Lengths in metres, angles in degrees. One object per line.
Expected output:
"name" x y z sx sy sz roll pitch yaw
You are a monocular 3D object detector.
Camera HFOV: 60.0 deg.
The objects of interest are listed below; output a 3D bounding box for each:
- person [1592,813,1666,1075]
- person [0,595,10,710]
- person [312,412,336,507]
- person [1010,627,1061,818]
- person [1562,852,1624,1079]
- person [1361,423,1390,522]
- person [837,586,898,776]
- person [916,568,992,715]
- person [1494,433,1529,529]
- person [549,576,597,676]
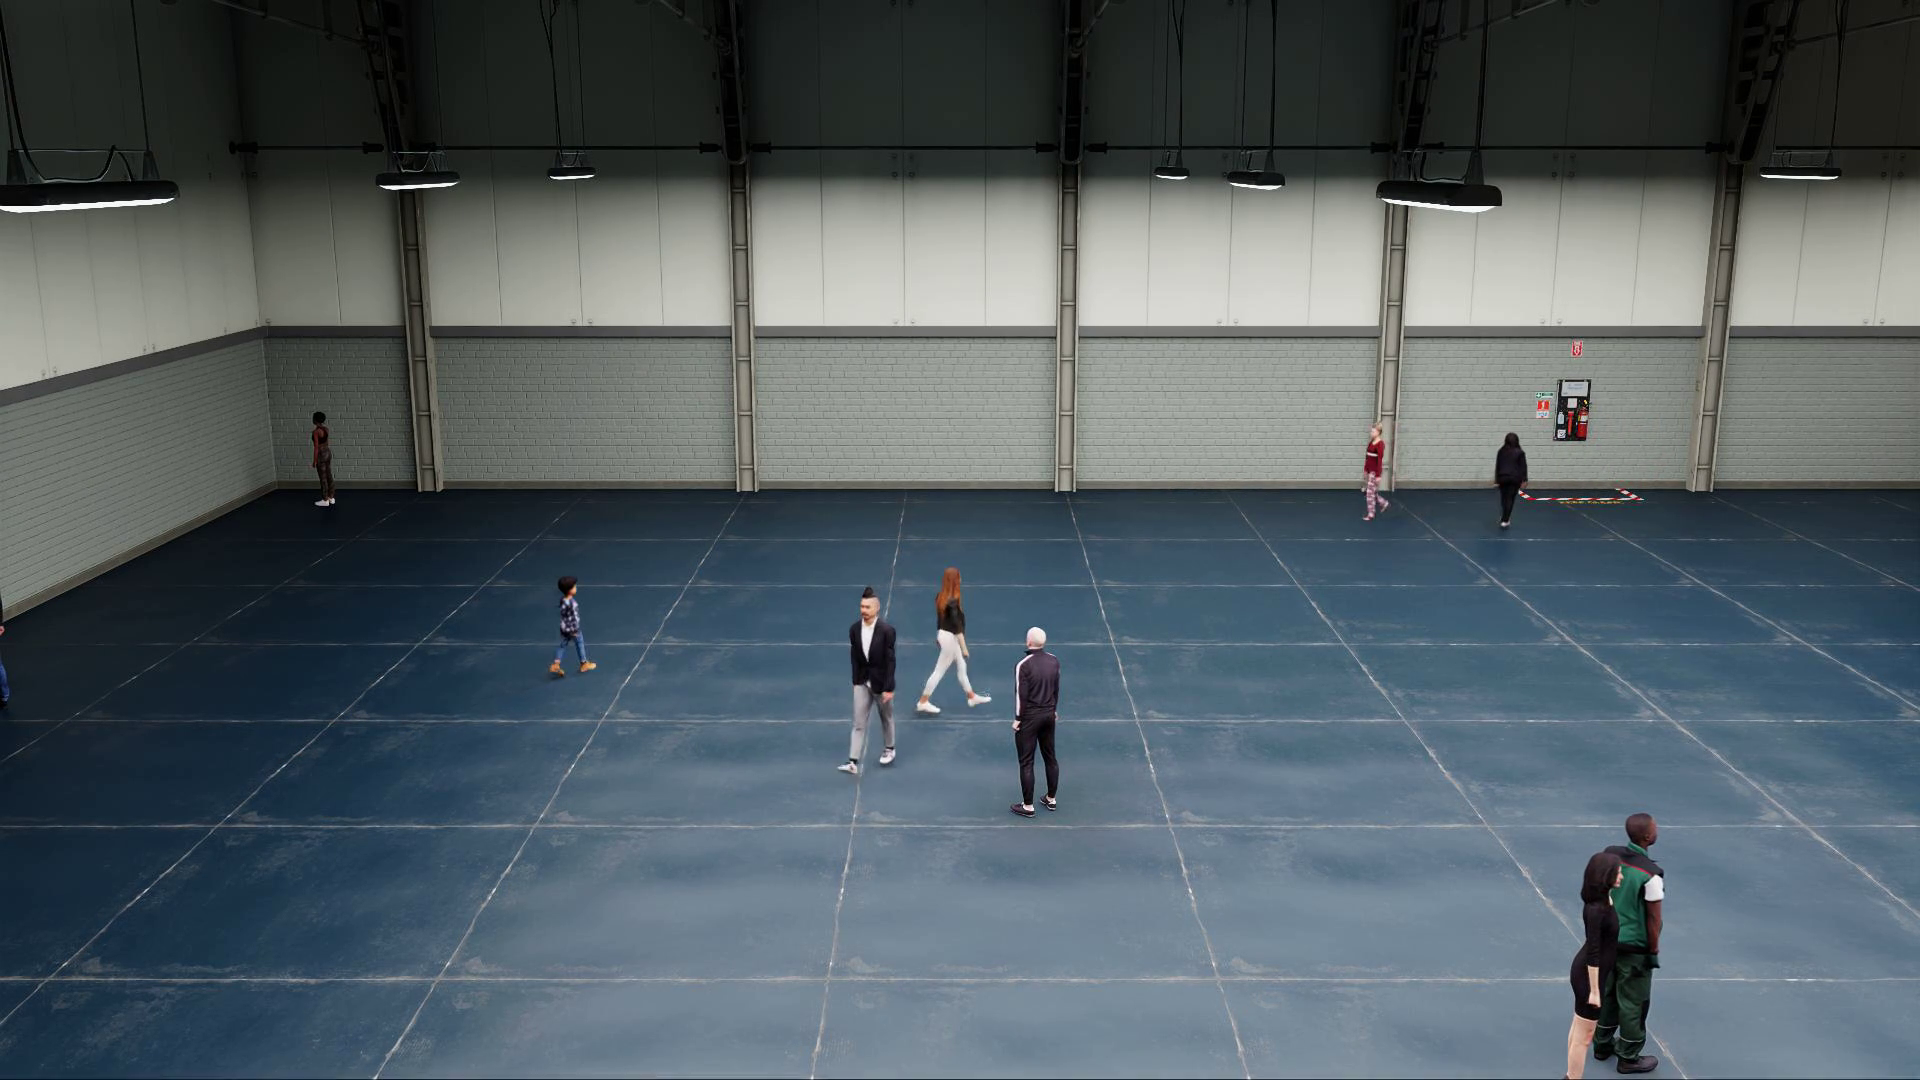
"person" 4.587 2.744 11.427 0.751 1.839 0.768 -5 14 -22
"person" -11.072 1.016 18.770 0.779 1.893 0.764 9 16 34
"person" -11.486 -1.479 29.972 0.593 1.700 0.614 3 13 11
"person" 0.736 1.720 15.852 0.721 1.837 0.818 -9 16 -35
"person" 4.123 2.887 10.882 0.628 1.807 0.657 6 14 23
"person" 7.197 -1.169 28.659 0.806 1.689 0.721 -3 13 -12
"person" -0.819 1.424 16.994 1.245 1.900 1.103 6 14 23
"person" -0.195 1.166 18.638 1.196 1.660 0.834 -4 14 -15
"person" 9.266 -0.971 28.087 1.131 1.561 1.111 9 16 35
"person" -4.762 1.051 20.088 0.835 1.229 0.863 11 17 40
